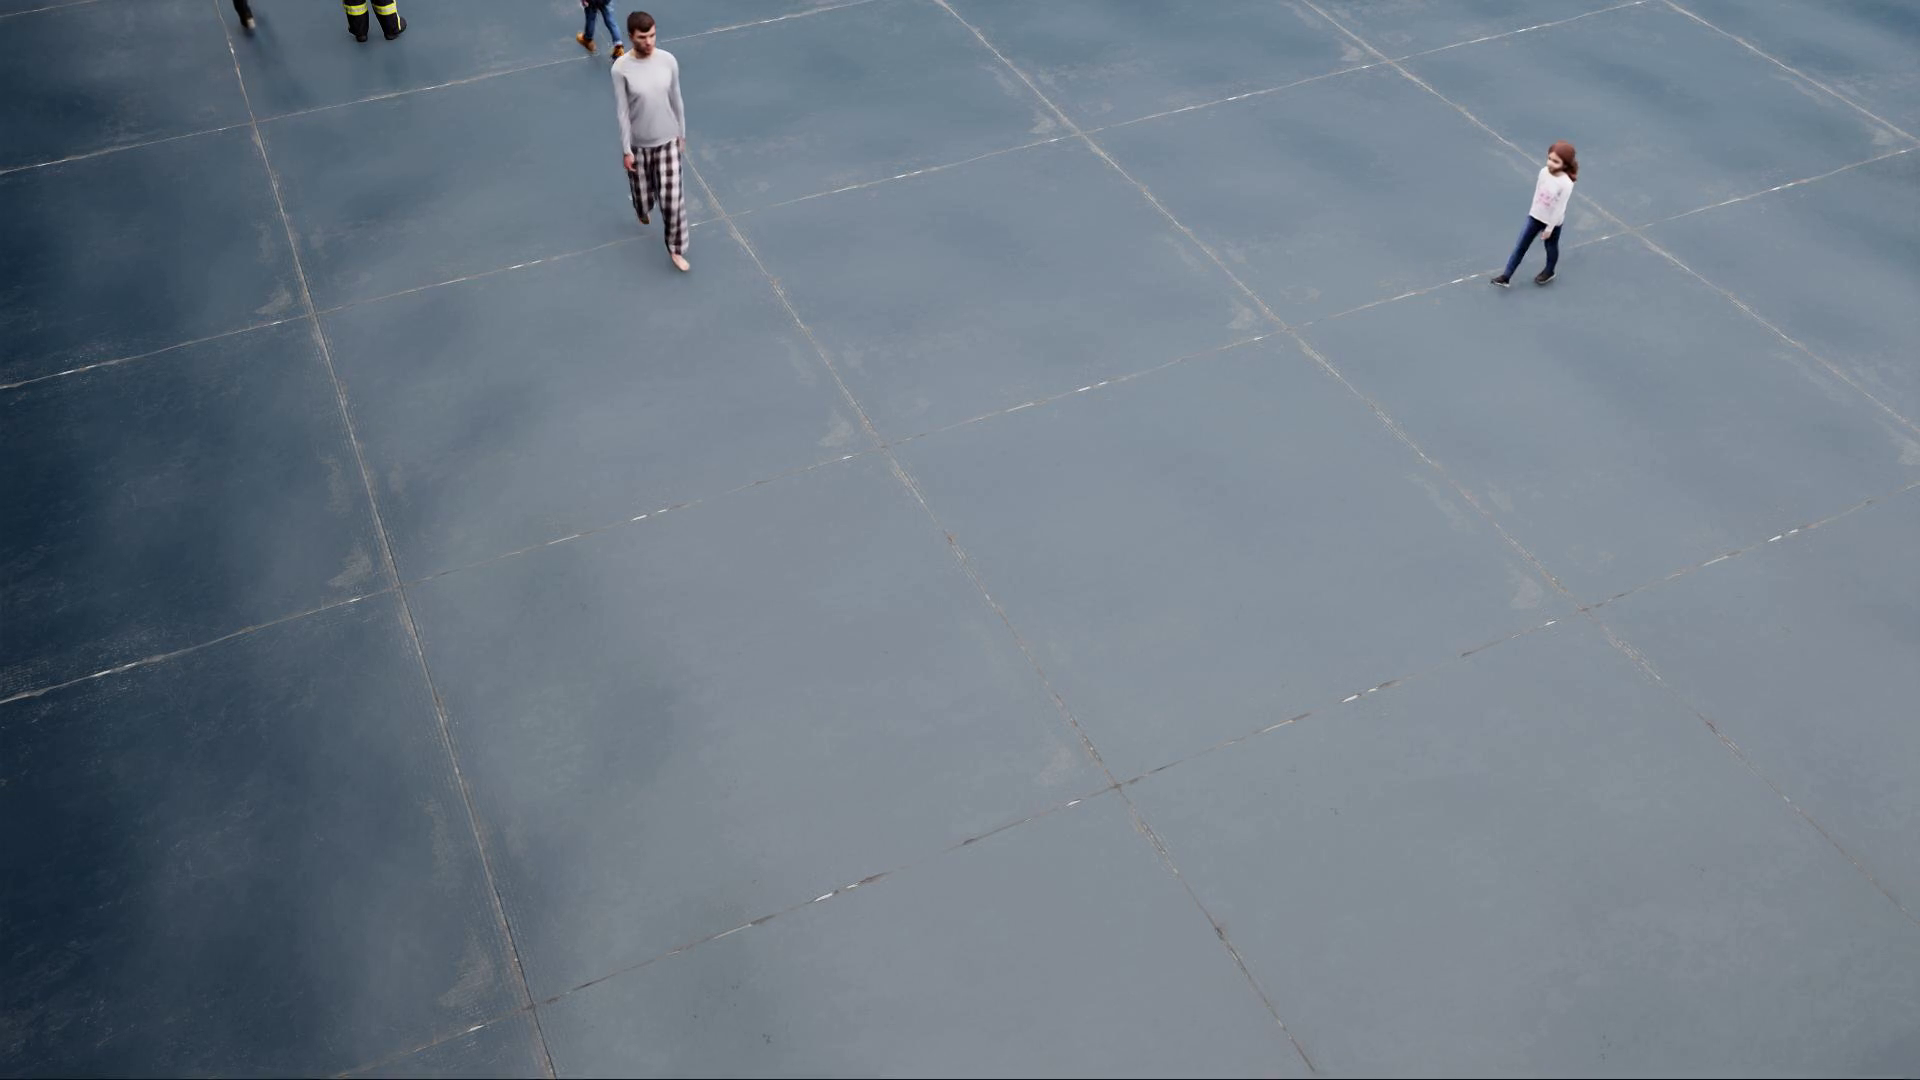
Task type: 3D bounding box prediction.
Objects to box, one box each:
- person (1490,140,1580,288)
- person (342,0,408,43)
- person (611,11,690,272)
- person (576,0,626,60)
[{"bbox_3d":[4.061,-2.223,11.397,0.581,1.085,0.722,-24,48,-24],"label":"person"},{"bbox_3d":[-5.153,-5.210,14.020,0.852,1.981,0.792,-4,42,-4],"label":"person"},{"bbox_3d":[-2.147,-2.774,11.452,0.653,1.828,0.938,-16,45,-17],"label":"person"},{"bbox_3d":[-3.005,-4.575,13.885,0.660,1.222,0.903,-31,51,-29],"label":"person"}]
